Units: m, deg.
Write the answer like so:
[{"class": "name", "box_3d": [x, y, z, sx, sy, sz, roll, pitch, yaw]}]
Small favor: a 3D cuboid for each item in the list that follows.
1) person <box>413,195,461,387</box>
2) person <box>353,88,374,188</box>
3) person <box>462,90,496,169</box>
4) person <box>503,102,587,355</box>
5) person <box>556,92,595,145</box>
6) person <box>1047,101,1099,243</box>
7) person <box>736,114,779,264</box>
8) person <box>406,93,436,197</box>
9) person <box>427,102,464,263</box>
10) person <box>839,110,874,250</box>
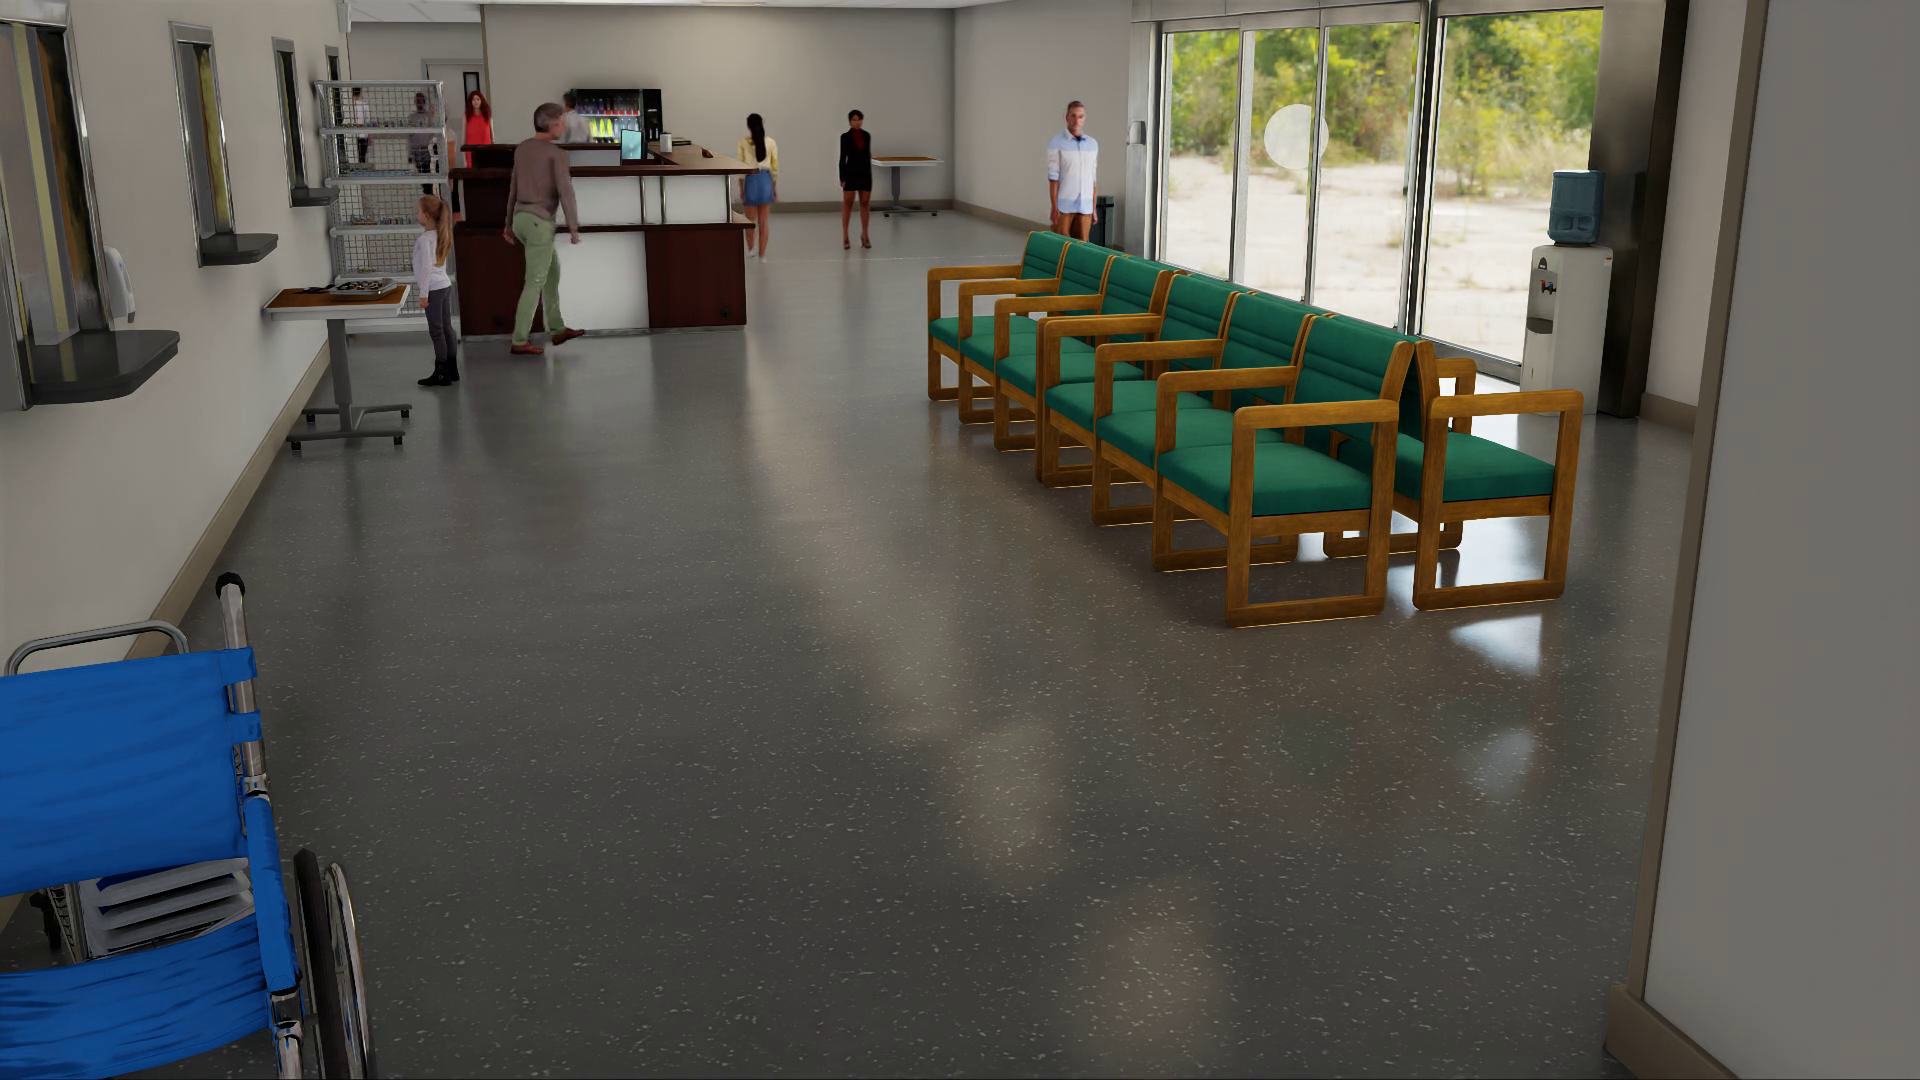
[{"class": "person", "box_3d": [-3.563, -1.702, 11.321, 0.596, 1.277, 0.561, 2, 16, 6]}, {"class": "person", "box_3d": [-11.005, -7.372, 30.409, 0.620, 1.832, 0.718, -5, 16, -17]}, {"class": "person", "box_3d": [-6.543, -5.184, 22.659, 0.484, 1.828, 0.681, -6, 17, -21]}, {"class": "person", "box_3d": [-3.208, -2.283, 12.355, 1.049, 1.835, 1.159, 9, 18, 30]}, {"class": "person", "box_3d": [-5.111, -5.080, 22.335, 0.889, 1.803, 0.805, 13, 20, 38]}, {"class": "person", "box_3d": [1.002, -3.037, 15.047, 0.592, 1.824, 0.788, -8, 18, -26]}, {"class": "person", "box_3d": [-2.228, -3.880, 18.420, 0.539, 1.618, 0.696, -3, 16, -12]}, {"class": "person", "box_3d": [-8.017, -5.758, 24.878, 1.137, 1.728, 0.778, -3, 16, -10]}, {"class": "person", "box_3d": [-5.736, -4.004, 18.609, 0.627, 1.754, 0.696, -9, 18, -29]}, {"class": "person", "box_3d": [-1.236, -4.313, 19.923, 0.548, 1.634, 0.653, -6, 17, -22]}]
